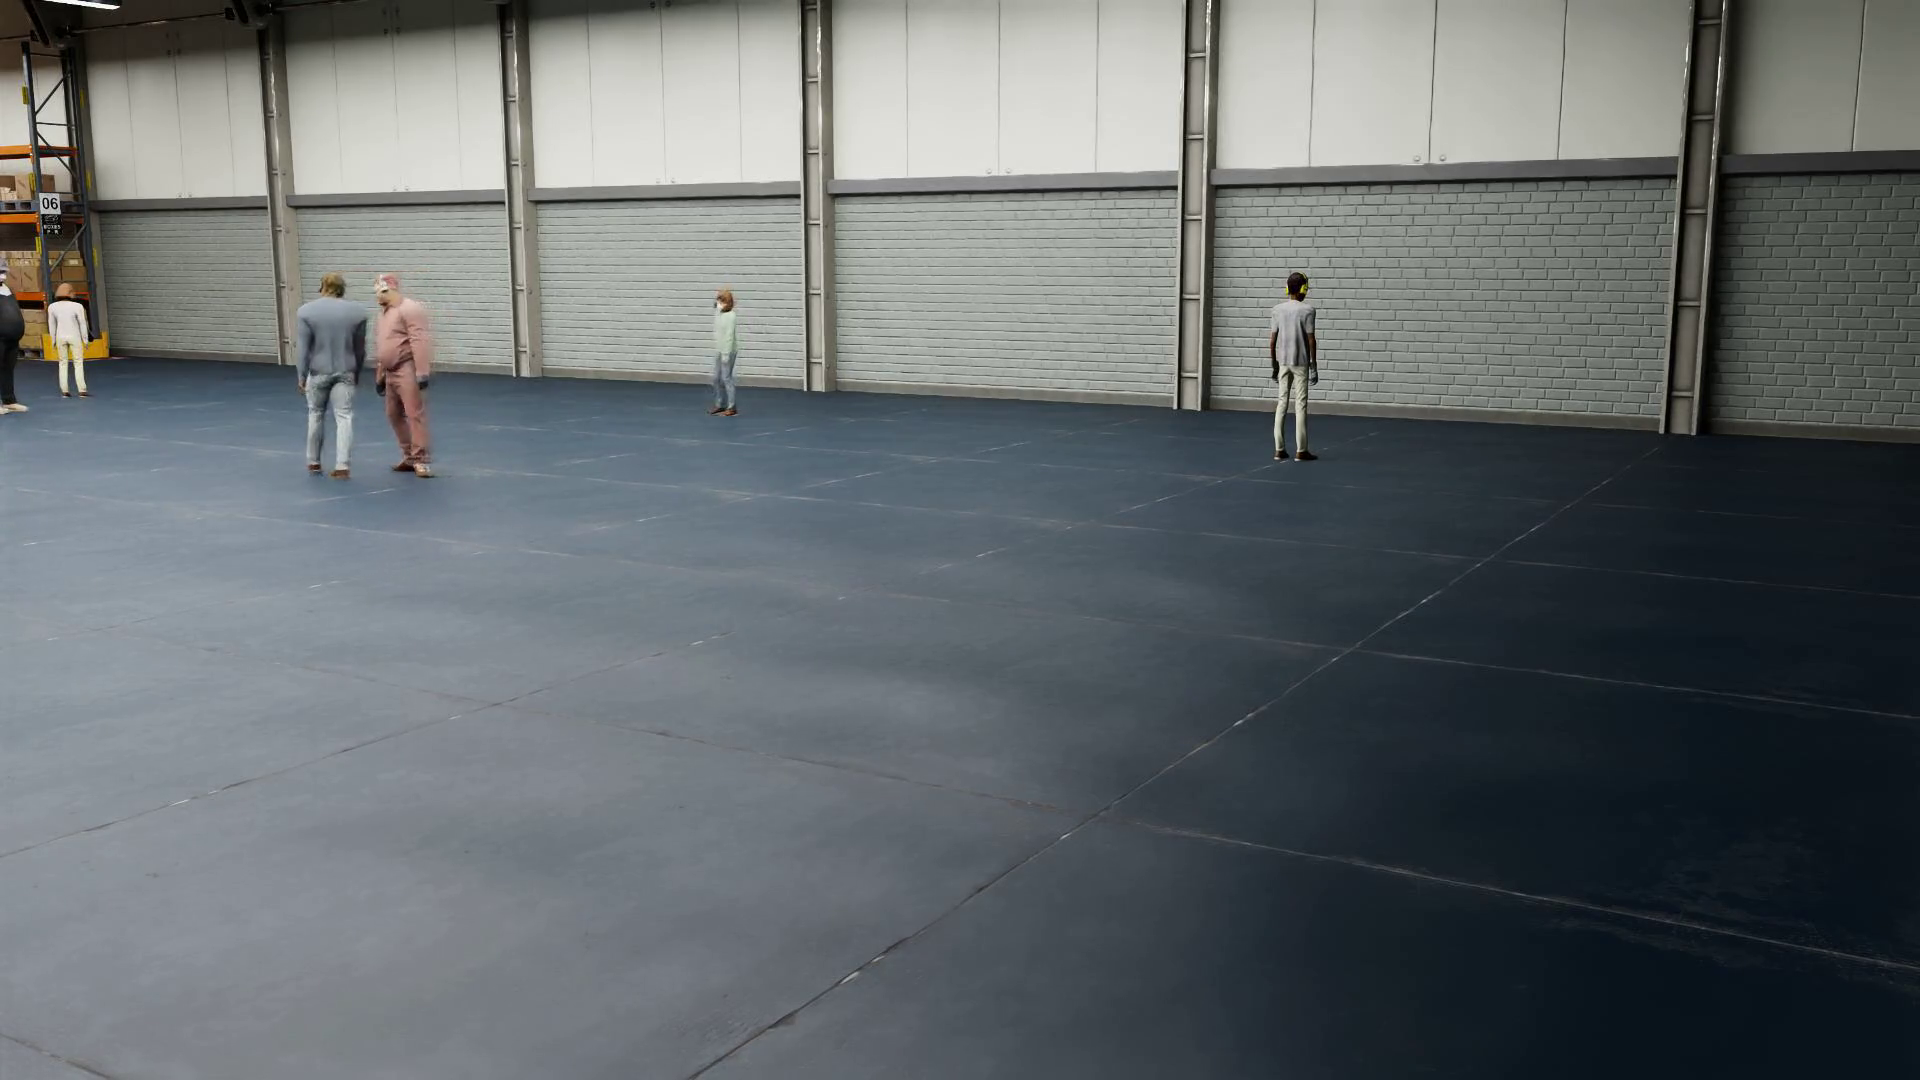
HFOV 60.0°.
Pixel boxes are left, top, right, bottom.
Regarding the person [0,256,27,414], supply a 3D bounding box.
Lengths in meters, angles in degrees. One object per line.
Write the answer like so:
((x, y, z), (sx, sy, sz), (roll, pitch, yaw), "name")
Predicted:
((-12.345, -2.647, 21.440), (0.536, 2.000, 0.688), (1, 10, 4), "person")

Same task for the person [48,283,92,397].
((-12.768, -2.855, 23.847), (0.507, 1.631, 0.268), (-1, 10, -5), "person")

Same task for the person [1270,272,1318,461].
((3.318, -1.715, 16.502), (0.518, 1.865, 0.328), (8, 12, 38), "person")

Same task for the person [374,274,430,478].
((-5.130, -1.507, 15.304), (0.751, 1.863, 0.395), (9, 13, 43), "person")

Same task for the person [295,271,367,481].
((-5.762, -1.504, 15.240), (0.652, 1.875, 0.972), (-6, 11, -31), "person")

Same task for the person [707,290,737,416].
((-2.962, -2.345, 20.935), (0.394, 1.598, 0.565), (-7, 12, -36), "person")
